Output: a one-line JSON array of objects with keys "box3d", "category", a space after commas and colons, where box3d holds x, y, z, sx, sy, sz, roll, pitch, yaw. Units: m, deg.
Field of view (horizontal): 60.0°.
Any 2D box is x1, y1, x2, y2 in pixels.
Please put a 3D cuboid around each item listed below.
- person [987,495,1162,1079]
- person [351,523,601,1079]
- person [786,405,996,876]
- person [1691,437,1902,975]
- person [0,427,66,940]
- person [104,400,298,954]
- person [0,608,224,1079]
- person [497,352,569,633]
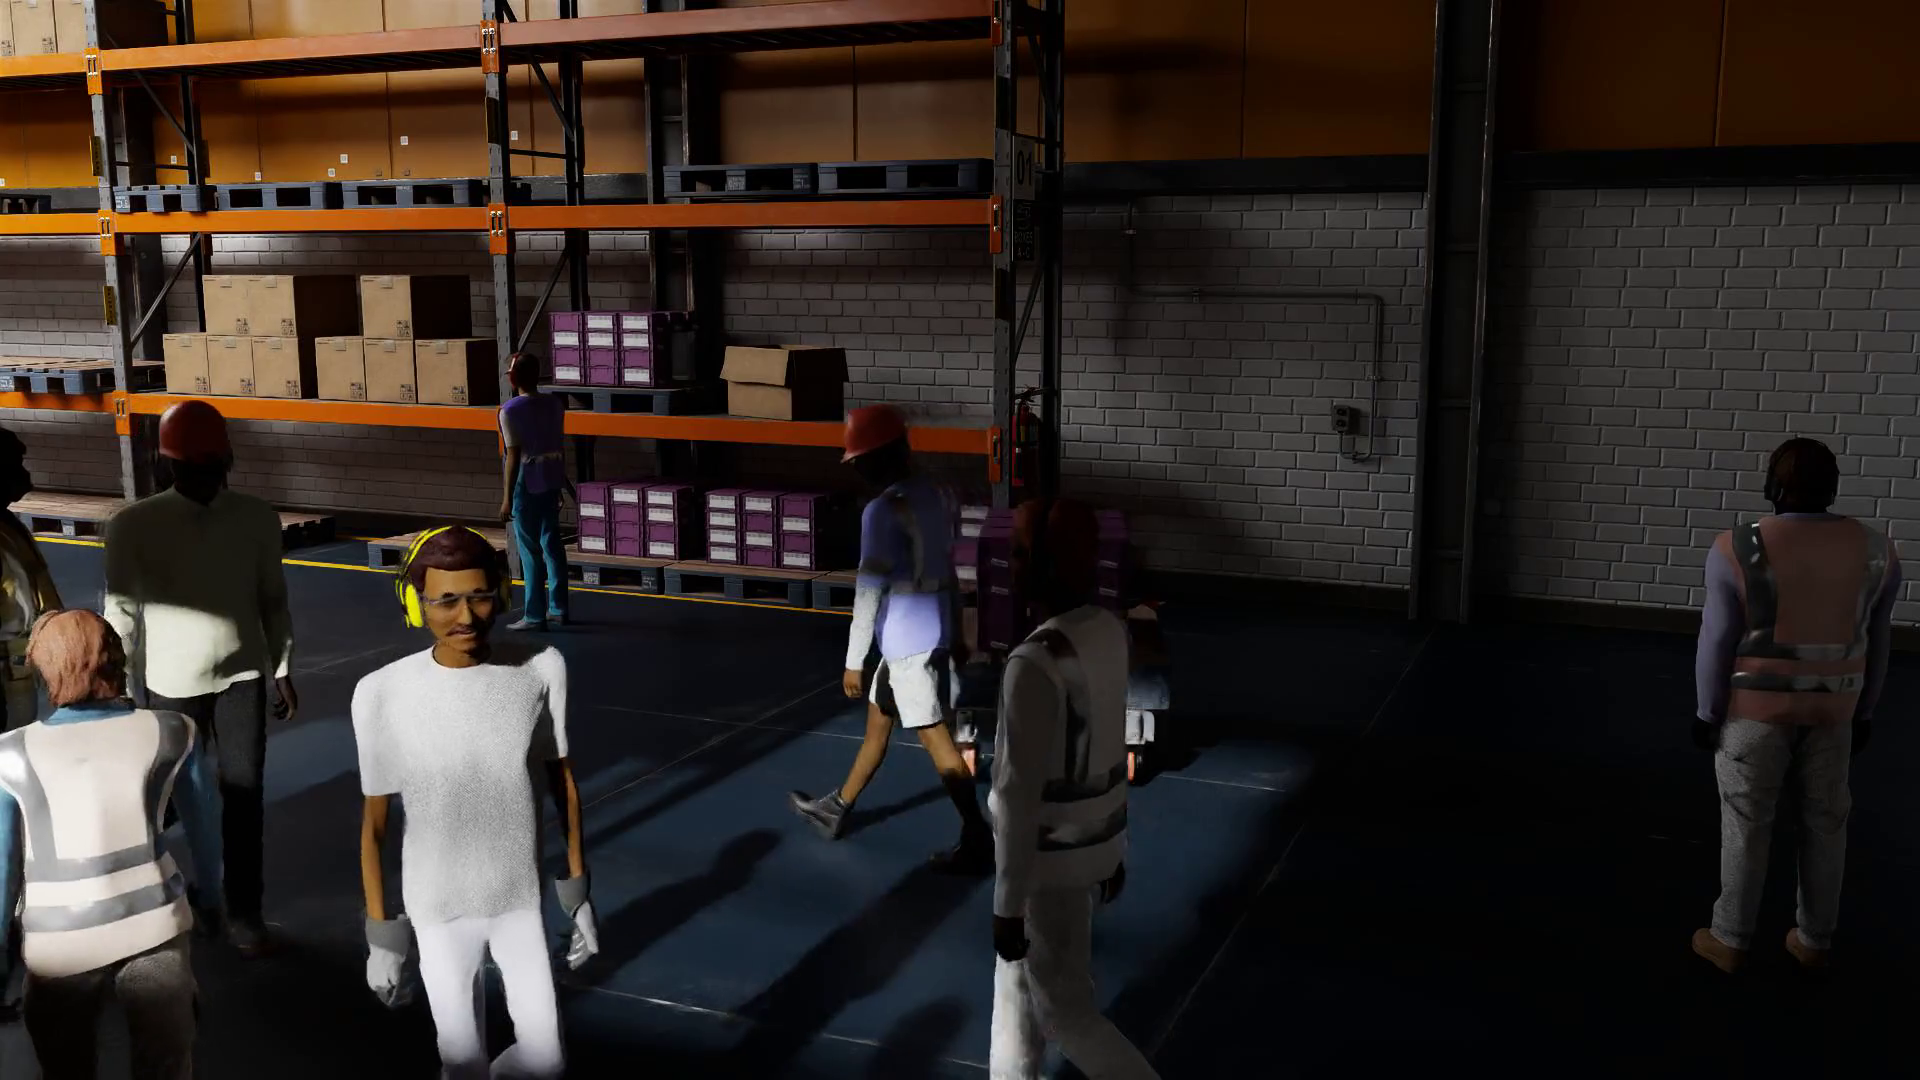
[{"box3d": [0.318, 0.810, 4.185, 0.866, 1.858, 0.579, 5, 11, 26], "category": "person"}, {"box3d": [-1.149, 0.853, 3.948, 0.556, 1.849, 0.578, -6, 11, -34], "category": "person"}, {"box3d": [-0.274, 0.392, 6.682, 1.066, 1.848, 0.578, 4, 10, 22], "category": "person"}, {"box3d": [2.793, 0.572, 5.646, 0.627, 1.844, 0.429, 0, 9, 3], "category": "person"}, {"box3d": [-3.458, 0.509, 6.020, 0.430, 1.844, 0.624, -4, 10, -21], "category": "person"}, {"box3d": [-2.749, 0.463, 5.958, 0.629, 1.966, 0.743, -9, 13, -43], "category": "person"}, {"box3d": [-2.090, 0.951, 4.060, 0.552, 1.606, 0.787, -7, 11, -34], "category": "person"}, {"box3d": [-2.785, -0.310, 10.925, 0.374, 1.840, 0.572, 4, 10, 25], "category": "person"}]
